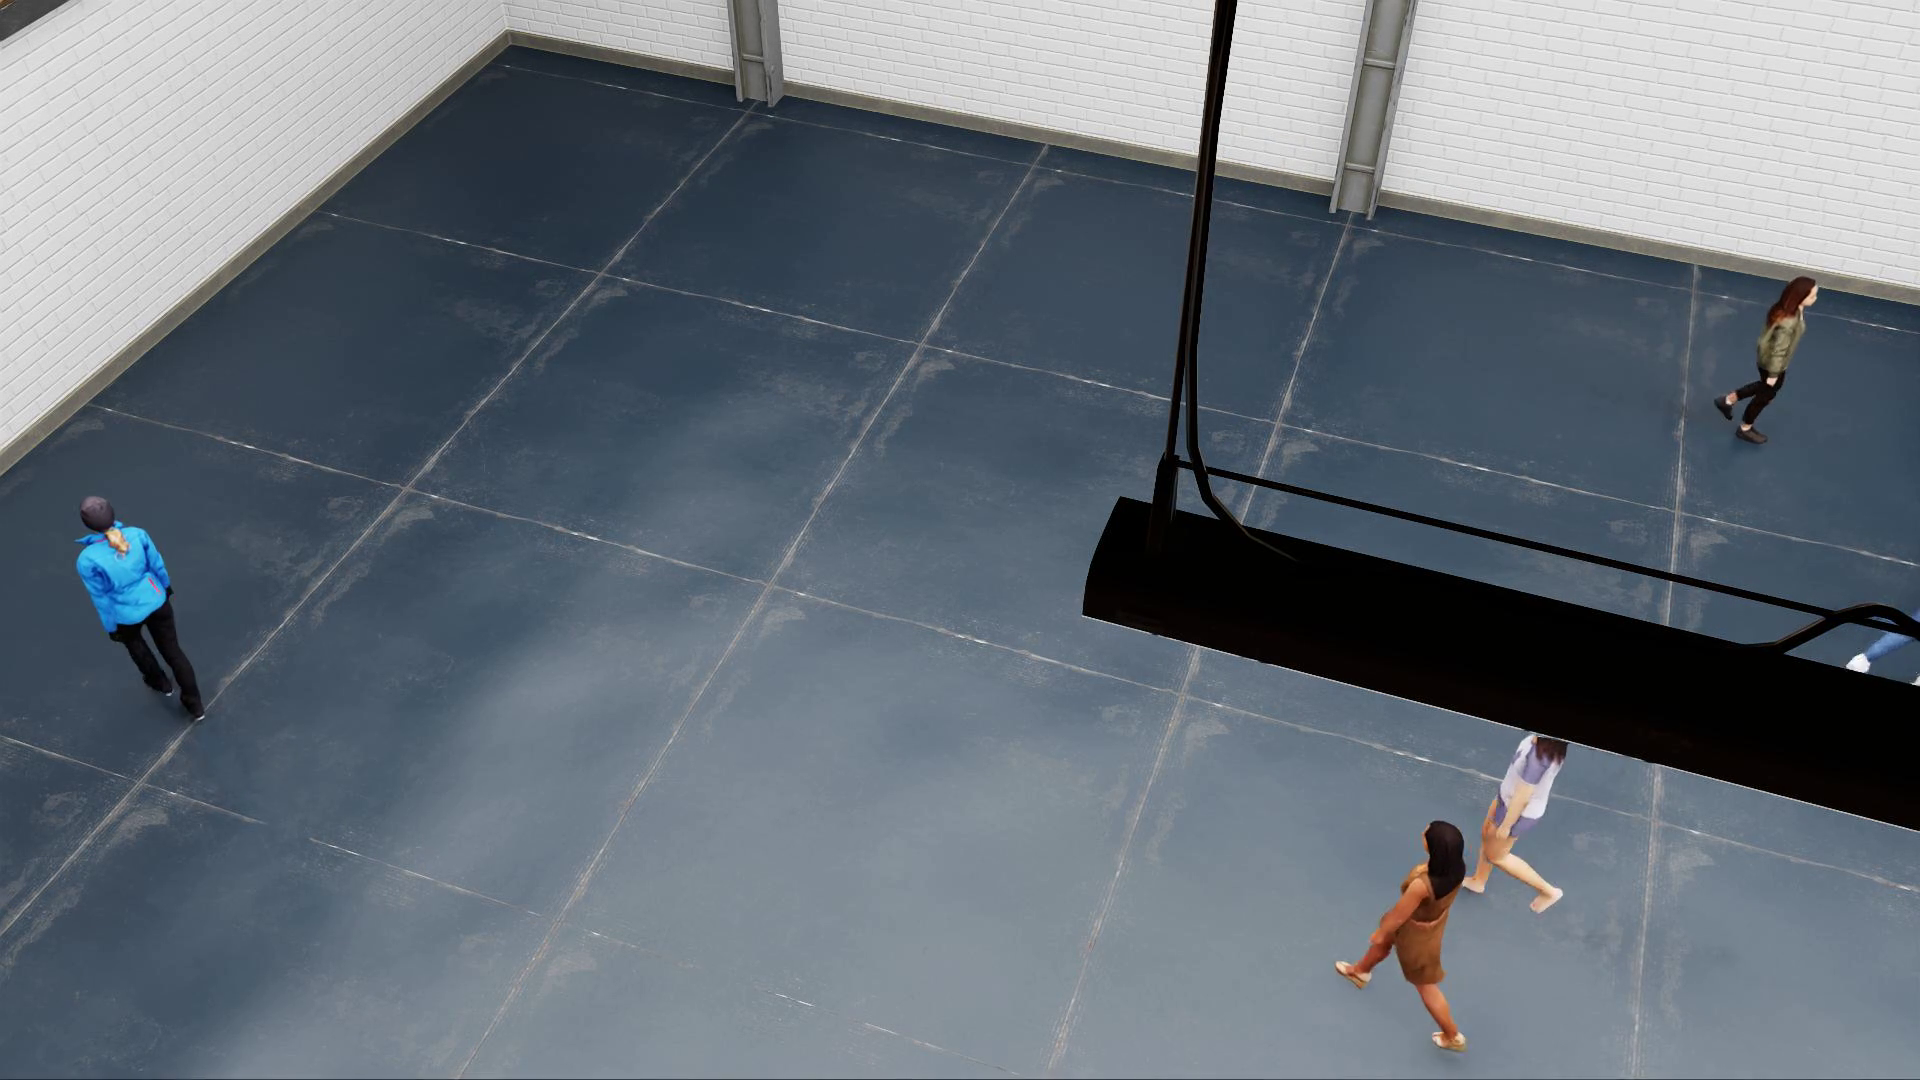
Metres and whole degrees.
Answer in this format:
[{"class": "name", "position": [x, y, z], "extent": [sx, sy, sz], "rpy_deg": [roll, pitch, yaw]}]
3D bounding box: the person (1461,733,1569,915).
[{"class": "person", "position": [3.203, 1.502, 9.282], "extent": [0.891, 1.716, 0.654], "rpy_deg": [17, 46, 17]}]

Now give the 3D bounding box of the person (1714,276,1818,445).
[{"class": "person", "position": [6.039, -1.370, 12.479], "extent": [0.708, 1.465, 0.629], "rpy_deg": [19, 47, 19]}]

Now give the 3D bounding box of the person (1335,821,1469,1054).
[{"class": "person", "position": [2.463, 2.108, 8.695], "extent": [1.127, 1.649, 0.802], "rpy_deg": [30, 51, 28]}]

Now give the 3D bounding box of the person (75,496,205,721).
[{"class": "person", "position": [-5.035, 0.483, 10.311], "extent": [0.945, 1.773, 0.830], "rpy_deg": [34, 53, 31]}]
